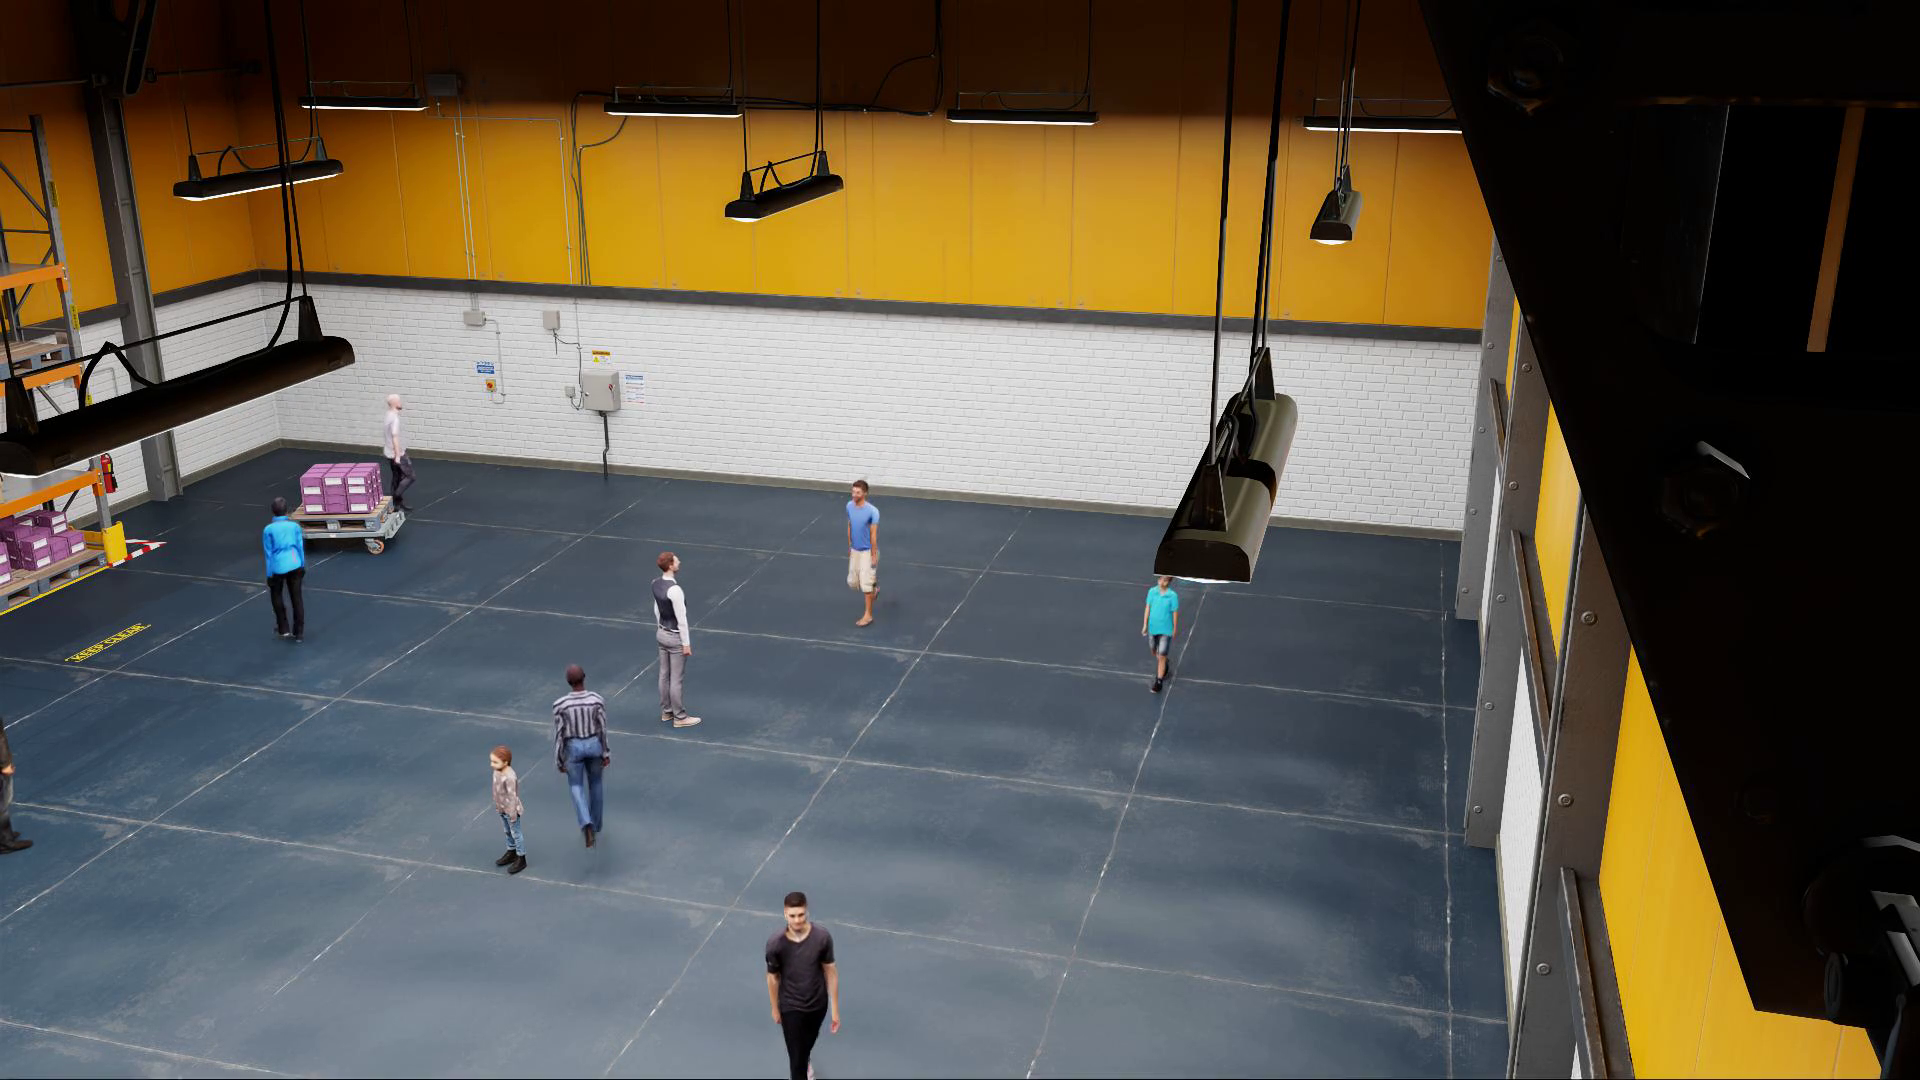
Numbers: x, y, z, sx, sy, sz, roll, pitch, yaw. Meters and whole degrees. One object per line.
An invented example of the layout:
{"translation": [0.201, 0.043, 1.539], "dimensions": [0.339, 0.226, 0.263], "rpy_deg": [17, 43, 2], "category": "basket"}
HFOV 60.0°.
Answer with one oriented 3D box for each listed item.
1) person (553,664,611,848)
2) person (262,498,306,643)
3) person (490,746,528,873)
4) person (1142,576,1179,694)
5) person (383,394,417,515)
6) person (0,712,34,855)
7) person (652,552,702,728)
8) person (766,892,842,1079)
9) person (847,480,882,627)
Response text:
{"translation": [-3.411, 2.006, 15.128], "dimensions": [0.941, 1.772, 1.048], "rpy_deg": [-6, 19, -16], "category": "person"}
{"translation": [-8.051, 0.385, 19.929], "dimensions": [0.821, 1.781, 0.885], "rpy_deg": [-14, 23, -35], "category": "person"}
{"translation": [-4.043, 2.386, 14.908], "dimensions": [0.576, 1.193, 0.545], "rpy_deg": [-17, 25, -41], "category": "person"}
{"translation": [2.289, 0.962, 18.766], "dimensions": [0.702, 1.430, 0.972], "rpy_deg": [12, 22, 31], "category": "person"}
{"translation": [-8.489, -1.270, 24.780], "dimensions": [0.892, 1.821, 0.831], "rpy_deg": [-10, 21, -28], "category": "person"}
{"translation": [-8.843, 1.982, 15.152], "dimensions": [0.751, 1.803, 0.686], "rpy_deg": [14, 23, 36], "category": "person"}
{"translation": [-3.074, 1.036, 17.749], "dimensions": [0.763, 1.939, 0.748], "rpy_deg": [-15, 24, -38], "category": "person"}
{"translation": [-1.096, 3.210, 11.644], "dimensions": [1.074, 1.714, 1.289], "rpy_deg": [-5, 19, -16], "category": "person"}
{"translation": [-1.131, 0.121, 20.618], "dimensions": [0.799, 1.841, 0.967], "rpy_deg": [12, 22, 31], "category": "person"}
